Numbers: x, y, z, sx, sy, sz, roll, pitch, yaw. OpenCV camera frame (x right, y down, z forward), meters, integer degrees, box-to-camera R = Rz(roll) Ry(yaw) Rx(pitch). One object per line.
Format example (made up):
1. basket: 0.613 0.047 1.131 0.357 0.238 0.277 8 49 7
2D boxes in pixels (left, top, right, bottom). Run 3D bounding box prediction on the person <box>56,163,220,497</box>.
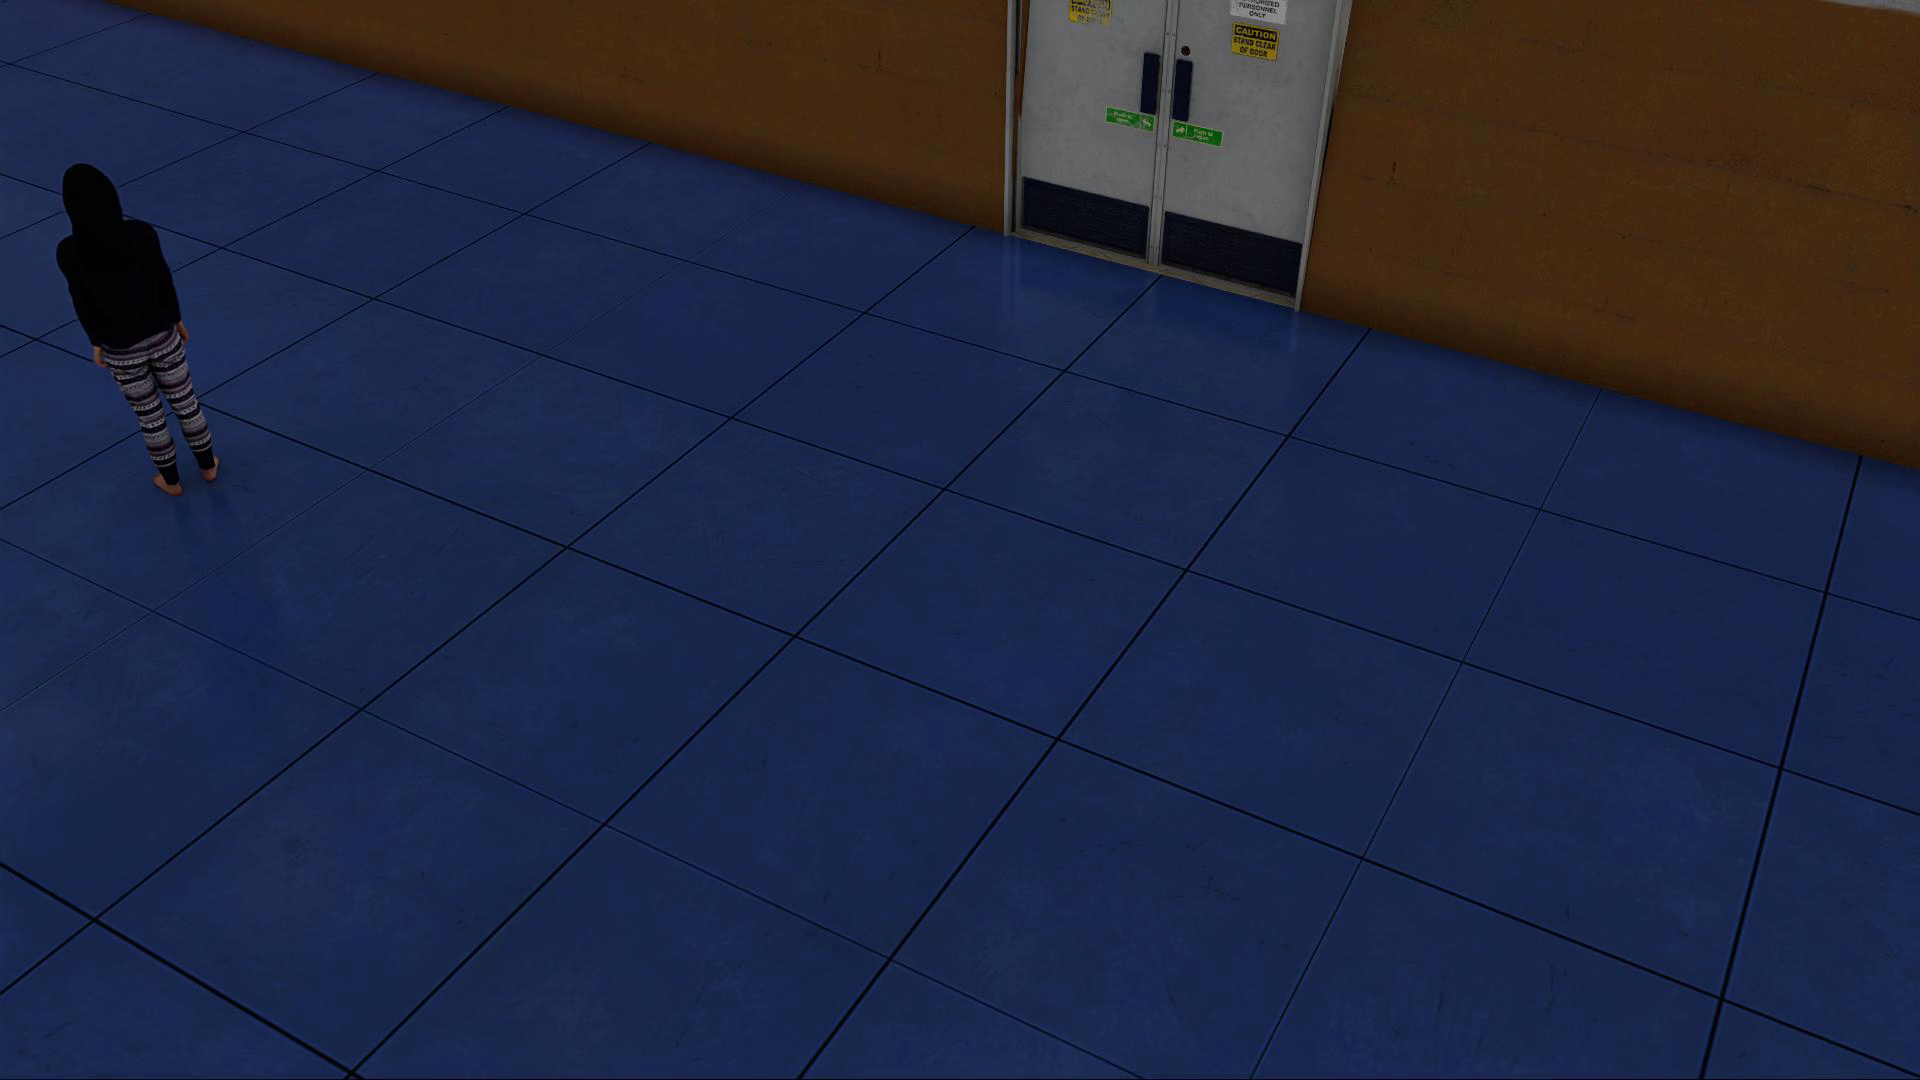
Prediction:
1. person: -3.941 -0.993 7.970 0.590 1.734 0.734 -24 43 -29
